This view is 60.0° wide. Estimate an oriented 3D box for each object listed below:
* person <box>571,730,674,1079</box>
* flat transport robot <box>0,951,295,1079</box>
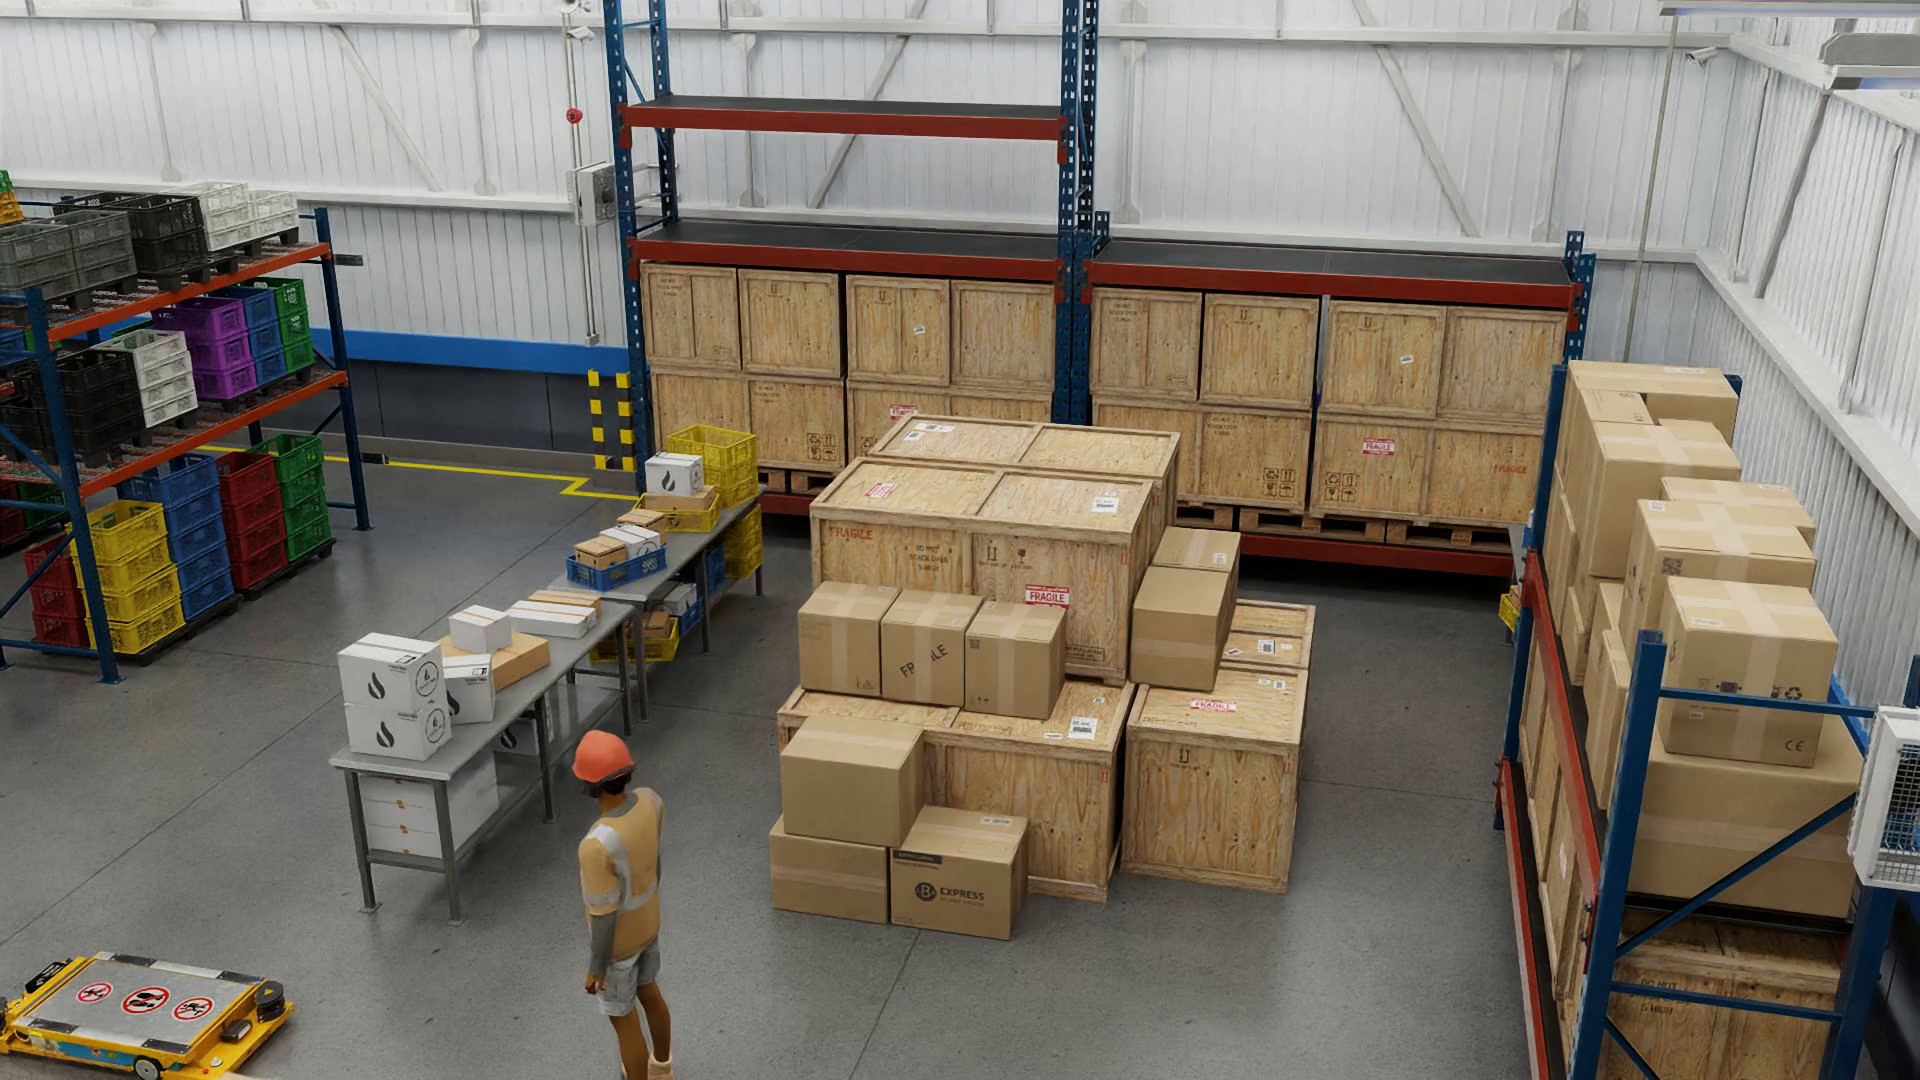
[{"bbox_3d":[-1.598,1.825,7.793,0.376,2.039,0.614,6,22,16],"label":"person"},{"bbox_3d":[-4.270,2.464,8.601,1.431,0.231,0.659,5,22,13],"label":"flat transport robot"}]
